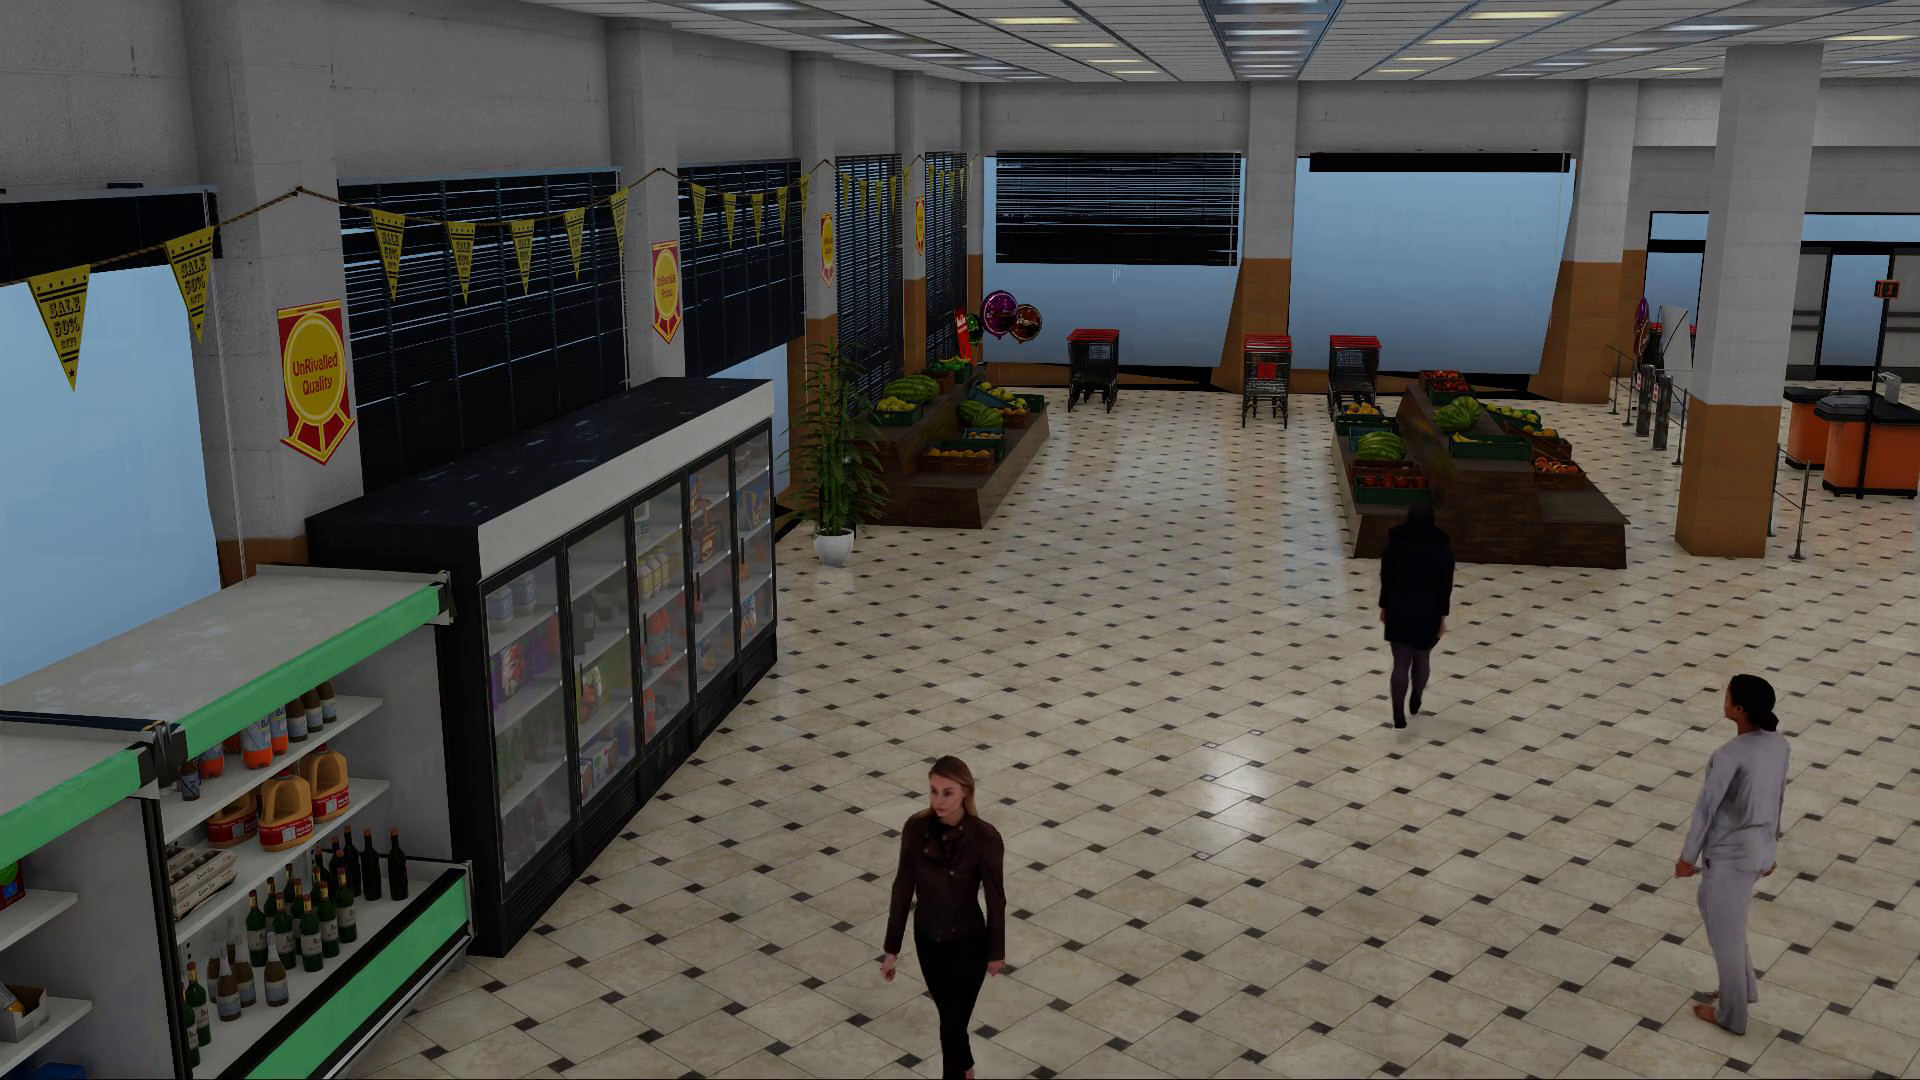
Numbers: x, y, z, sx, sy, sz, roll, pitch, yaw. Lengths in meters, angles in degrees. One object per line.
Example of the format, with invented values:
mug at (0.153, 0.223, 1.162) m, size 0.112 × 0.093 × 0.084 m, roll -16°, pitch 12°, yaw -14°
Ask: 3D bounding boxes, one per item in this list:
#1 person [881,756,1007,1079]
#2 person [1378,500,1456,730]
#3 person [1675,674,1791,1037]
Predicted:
person at (-0.006, 1.689, 7.036) m, size 0.796 × 1.673 × 1.018 m, roll 7°, pitch 16°, yaw 28°
person at (3.194, 0.559, 11.760) m, size 0.775 × 1.642 × 1.099 m, roll 5°, pitch 14°, yaw 19°
person at (3.700, 1.489, 7.749) m, size 0.760 × 1.725 × 0.820 m, roll -9°, pitch 17°, yaw -34°
